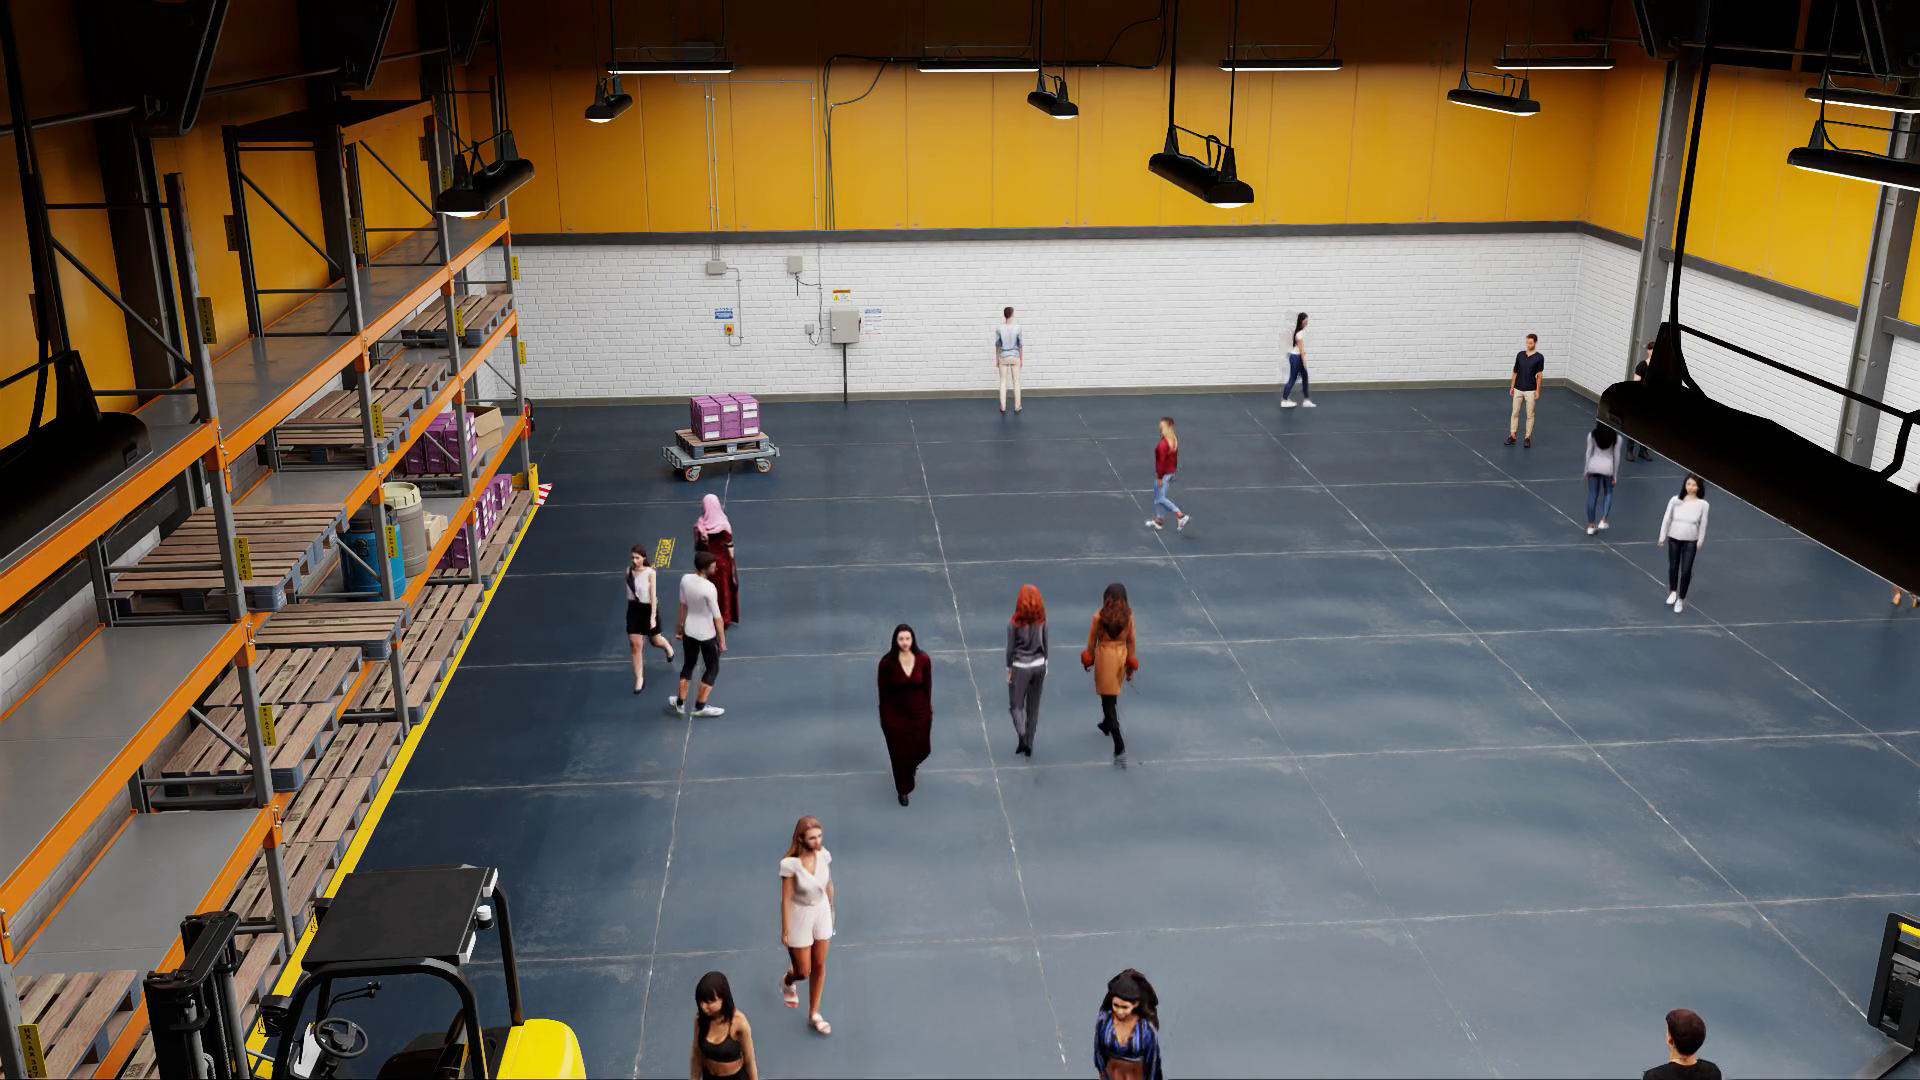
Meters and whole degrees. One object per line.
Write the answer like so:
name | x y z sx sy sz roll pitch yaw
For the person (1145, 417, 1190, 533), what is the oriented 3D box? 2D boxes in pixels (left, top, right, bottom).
person | 2.859 -0.872 22.695 0.984 1.617 0.966 12 22 32

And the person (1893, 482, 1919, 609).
person | 11.543 -0.012 20.031 0.647 1.687 0.695 13 23 34

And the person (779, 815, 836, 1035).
person | -1.133 2.710 11.944 0.772 1.689 0.870 -12 22 -32

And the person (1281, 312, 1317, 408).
person | 5.897 -3.160 29.301 0.984 1.736 0.956 6 19 16

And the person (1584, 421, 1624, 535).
person | 8.694 -0.898 22.608 0.725 1.721 0.764 9 21 24

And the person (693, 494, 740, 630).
person | -2.837 0.254 19.323 0.716 1.635 0.672 2 19 6

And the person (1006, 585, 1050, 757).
person | 0.679 1.301 16.003 0.640 1.769 0.734 -4 19 -12

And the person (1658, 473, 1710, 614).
person | 8.726 -0.008 20.035 0.887 1.676 0.968 13 22 33

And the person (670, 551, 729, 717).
person | -2.690 0.961 16.949 0.913 1.811 0.914 8 20 23

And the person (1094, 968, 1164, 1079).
person | 1.058 3.346 10.245 0.874 1.568 1.134 6 19 16

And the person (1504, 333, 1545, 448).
person | 9.186 -2.446 27.000 0.701 1.852 0.740 13 22 33

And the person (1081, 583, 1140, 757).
person | 1.494 1.284 16.182 0.823 1.687 1.199 -5 19 -16

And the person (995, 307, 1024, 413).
person | 0.865 -3.173 29.166 0.696 1.847 0.633 3 19 7

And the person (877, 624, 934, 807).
person | -0.520 1.567 15.247 0.701 1.747 0.796 -4 19 -11

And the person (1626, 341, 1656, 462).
person | 10.813 -2.200 26.201 0.649 1.896 0.537 -1 19 -4

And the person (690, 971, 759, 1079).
person | -1.395 3.317 10.249 0.795 1.620 0.942 8 20 23

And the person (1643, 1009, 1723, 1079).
person | 4.024 3.546 9.278 0.663 1.806 1.209 -3 19 -9

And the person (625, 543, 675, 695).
person | -3.320 0.795 17.730 0.762 1.625 1.061 5 19 15
